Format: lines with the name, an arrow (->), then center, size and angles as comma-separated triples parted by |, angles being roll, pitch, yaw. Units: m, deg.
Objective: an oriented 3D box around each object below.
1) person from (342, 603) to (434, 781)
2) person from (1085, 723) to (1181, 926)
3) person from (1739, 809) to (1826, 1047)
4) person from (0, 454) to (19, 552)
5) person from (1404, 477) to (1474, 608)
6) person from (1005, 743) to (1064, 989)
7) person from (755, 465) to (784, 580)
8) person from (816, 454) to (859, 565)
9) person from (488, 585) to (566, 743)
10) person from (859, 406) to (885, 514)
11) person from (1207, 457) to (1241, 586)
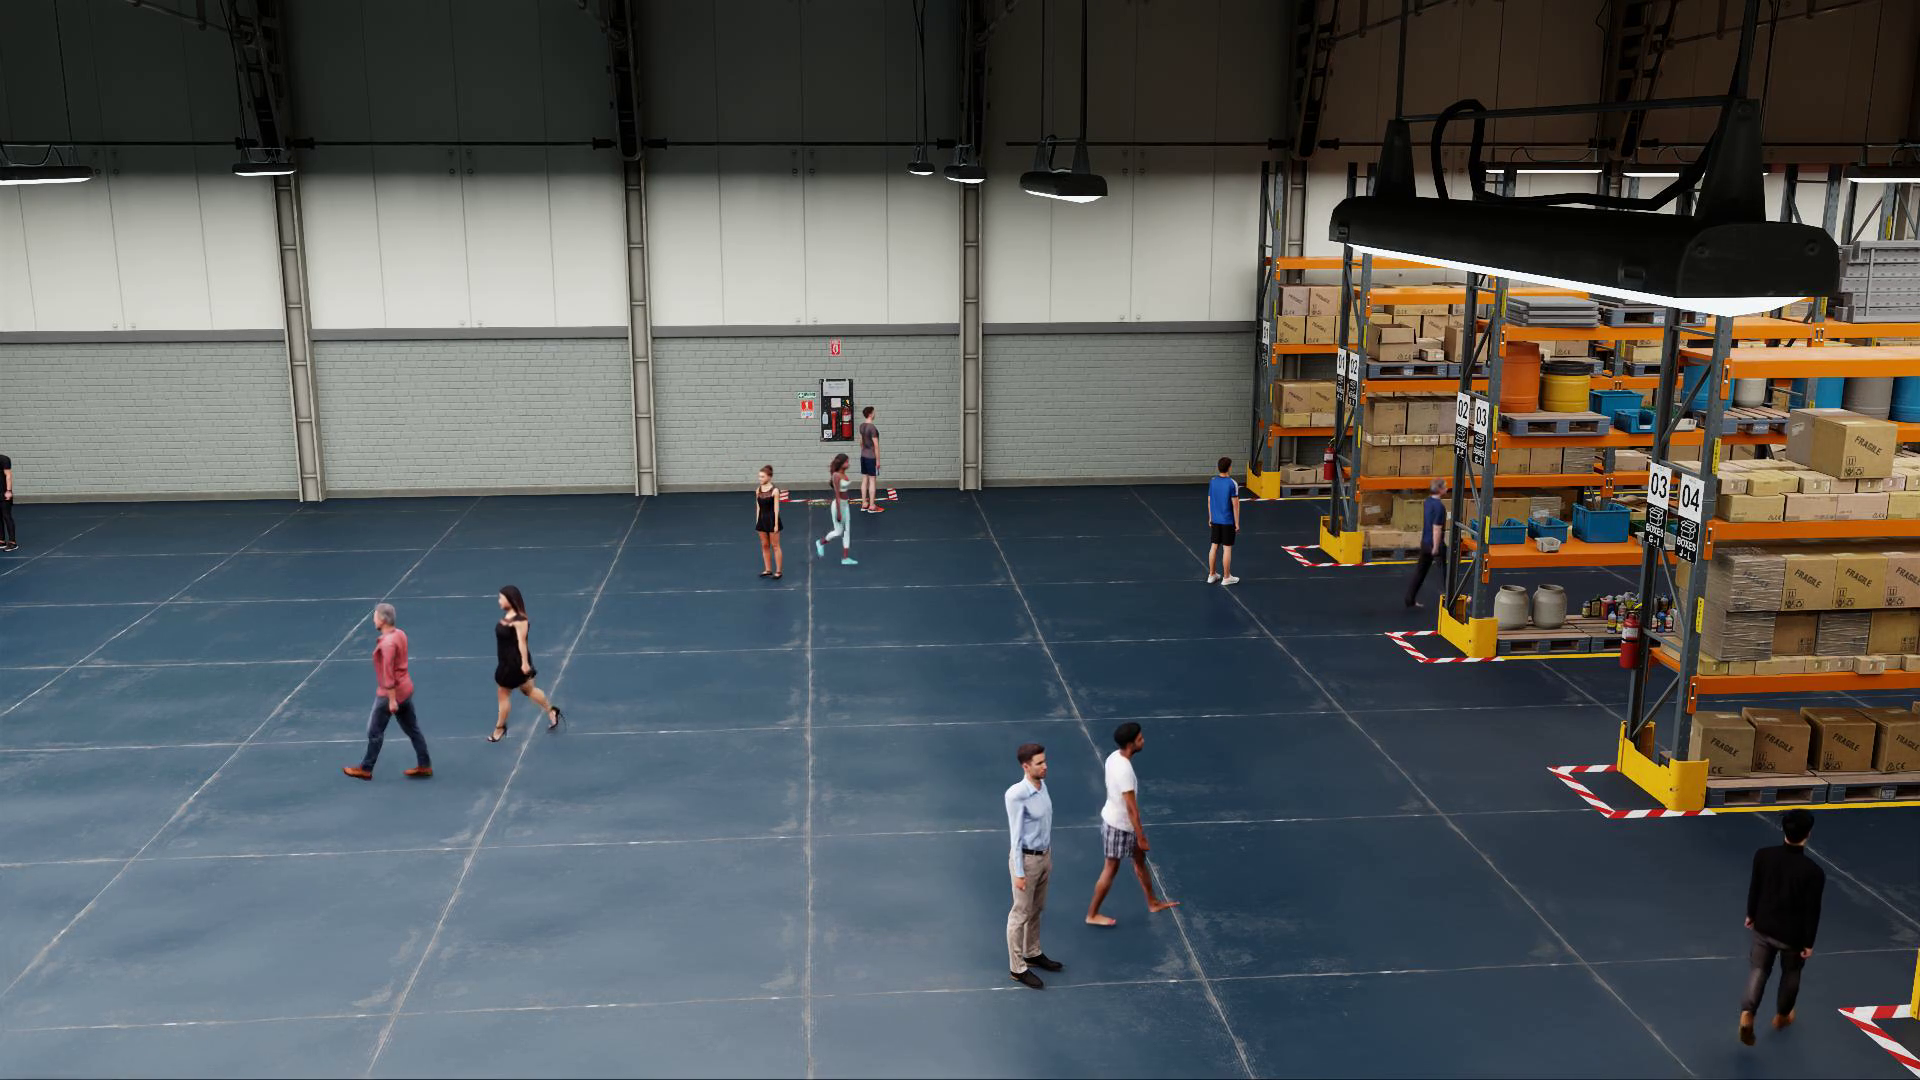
person -> -5.511, 1.525, 16.486 | 1.104, 1.798, 0.790 | 0, 13, 1
person -> 1.202, 2.303, 13.346 | 1.024, 1.698, 0.687 | 0, 13, 0
person -> 5.692, 2.710, 11.586 | 1.045, 1.700, 1.139 | 12, 18, 43
person -> -15.160, -0.773, 26.239 | 0.675, 1.874, 0.826 | 4, 14, 18
person -> 6.362, 0.079, 22.671 | 1.134, 1.825, 0.672 | -1, 13, -6
person -> 0.535, 2.411, 12.547 | 0.789, 1.848, 0.753 | 8, 15, 30
person -> -2.807, -0.268, 24.491 | 0.672, 1.679, 0.749 | 8, 15, 32
person -> -1.872, -0.458, 25.235 | 0.989, 1.714, 0.810 | 5, 14, 20
person -> -4.621, 1.315, 17.655 | 1.152, 1.680, 0.893 | -6, 14, -24
person -> -1.585, -1.416, 29.063 | 0.738, 1.853, 0.731 | -10, 16, -37
person -> 3.821, -0.294, 24.188 | 0.731, 1.866, 0.796 | 10, 17, 37
